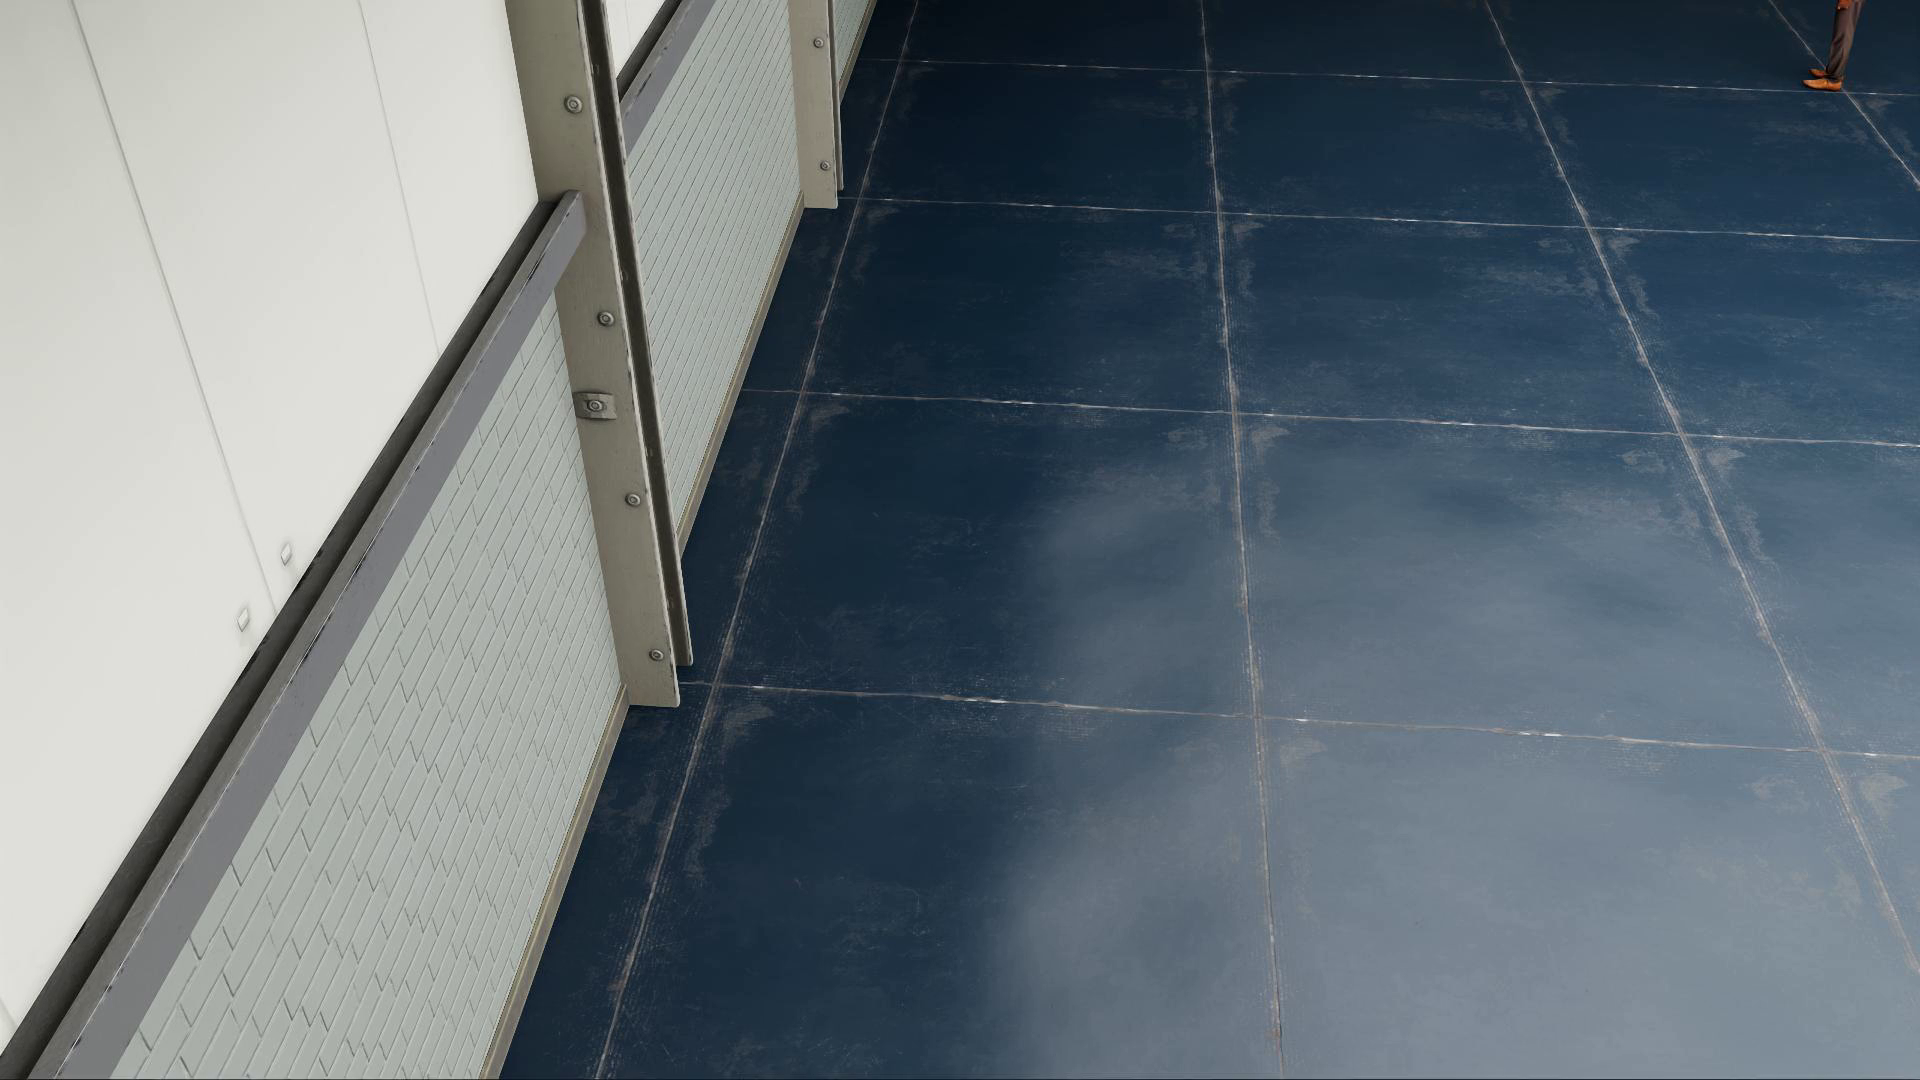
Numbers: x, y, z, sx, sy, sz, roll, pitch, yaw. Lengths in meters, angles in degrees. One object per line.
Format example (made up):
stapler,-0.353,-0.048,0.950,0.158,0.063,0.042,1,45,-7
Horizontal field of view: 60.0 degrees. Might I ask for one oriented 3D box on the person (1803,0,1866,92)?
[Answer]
person,8.253,-5.101,15.286,0.851,1.908,0.716,21,43,24
